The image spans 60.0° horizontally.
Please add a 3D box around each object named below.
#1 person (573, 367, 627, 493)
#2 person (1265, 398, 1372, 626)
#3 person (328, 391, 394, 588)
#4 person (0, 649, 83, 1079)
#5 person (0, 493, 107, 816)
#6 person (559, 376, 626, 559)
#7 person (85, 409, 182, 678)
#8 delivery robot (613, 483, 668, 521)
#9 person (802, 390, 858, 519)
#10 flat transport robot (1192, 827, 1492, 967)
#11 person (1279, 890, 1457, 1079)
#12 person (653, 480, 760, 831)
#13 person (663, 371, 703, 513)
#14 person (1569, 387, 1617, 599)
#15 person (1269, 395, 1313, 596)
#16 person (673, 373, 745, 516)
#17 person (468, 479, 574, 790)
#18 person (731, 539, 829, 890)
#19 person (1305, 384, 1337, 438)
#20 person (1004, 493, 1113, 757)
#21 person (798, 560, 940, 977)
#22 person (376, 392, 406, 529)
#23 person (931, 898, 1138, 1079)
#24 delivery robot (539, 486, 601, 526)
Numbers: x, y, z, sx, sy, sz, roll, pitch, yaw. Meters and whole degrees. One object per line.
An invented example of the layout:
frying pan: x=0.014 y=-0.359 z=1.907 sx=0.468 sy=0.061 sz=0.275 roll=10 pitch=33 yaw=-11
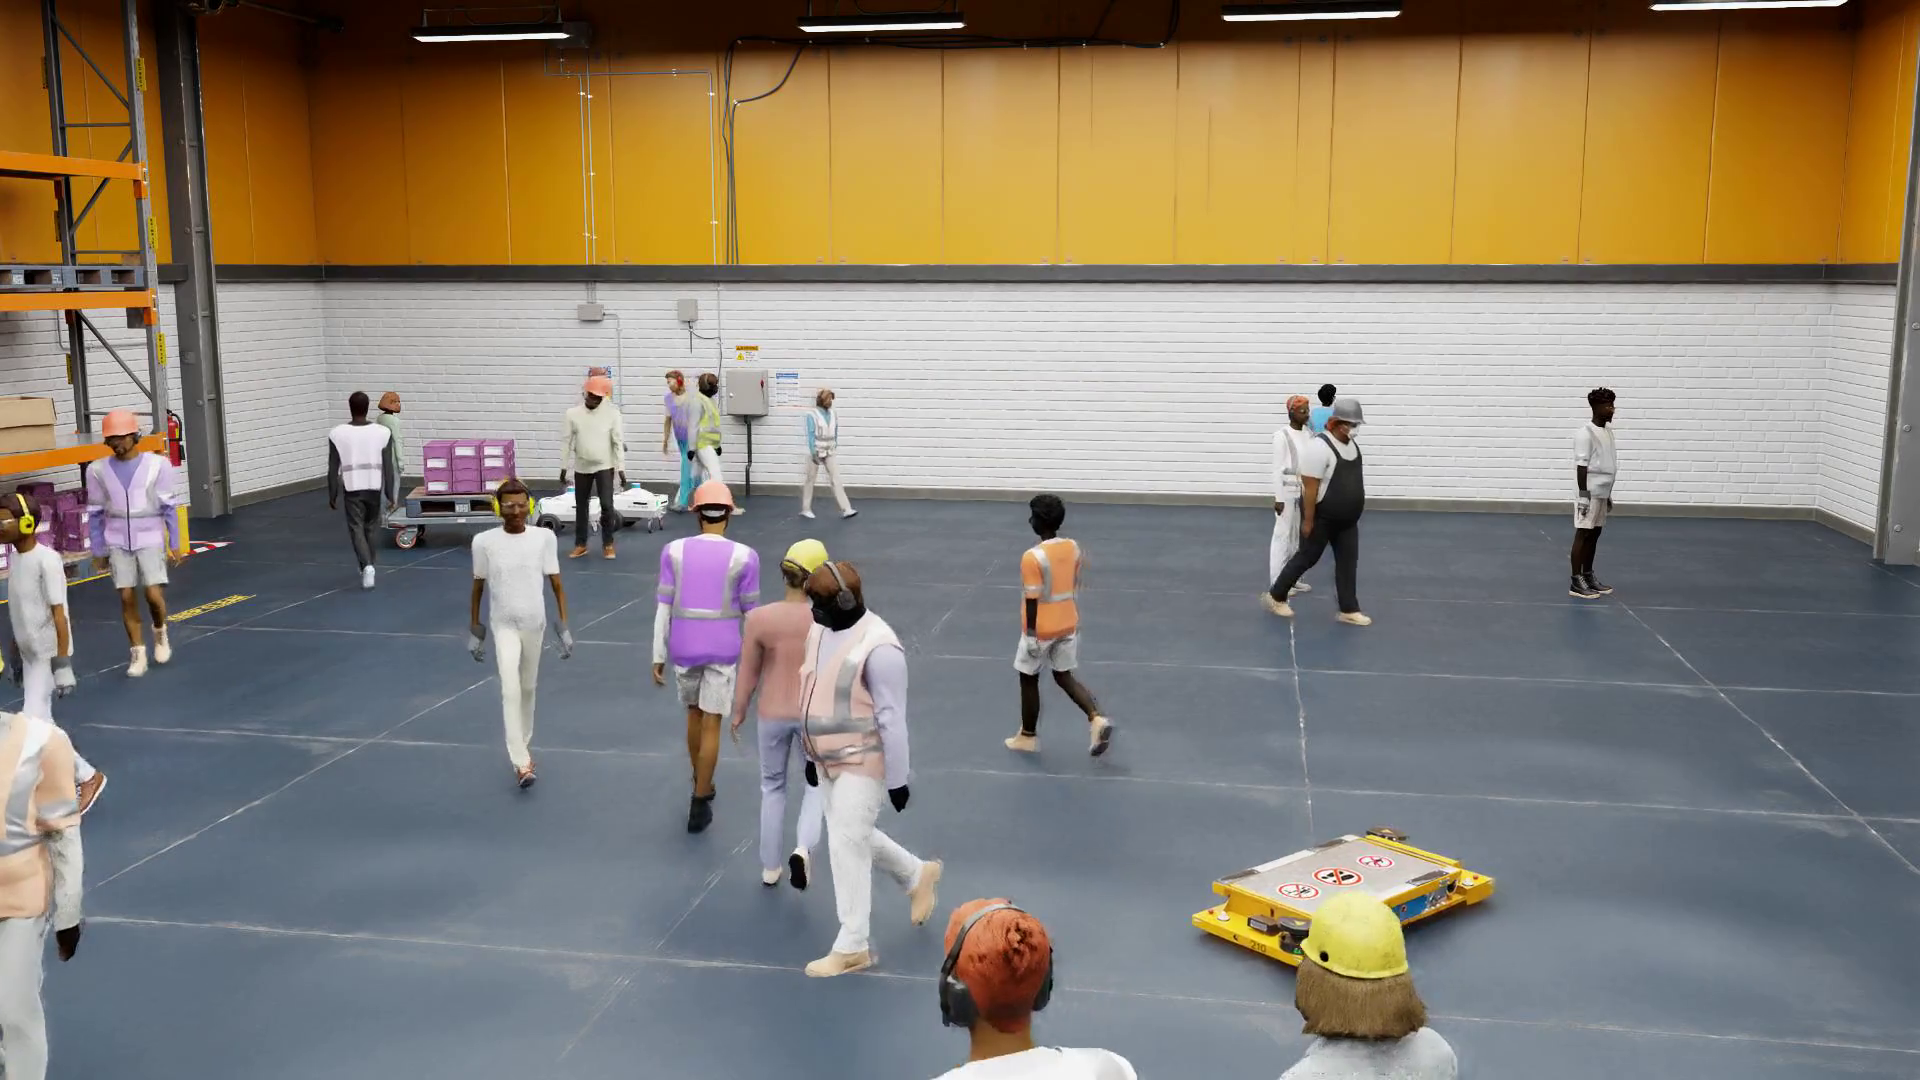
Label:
person: x=-4.553 y=-1.256 z=20.983 sx=1.039 sy=1.850 sz=0.649 roll=-4 pitch=10 yaw=-26
person: x=3.106 y=-0.299 z=14.423 sx=0.697 sy=2.000 sz=0.926 roll=-8 pitch=12 yaw=-41
person: x=-5.797 y=-0.498 z=16.148 sx=0.599 sy=1.887 sz=0.887 roll=-5 pitch=11 yaw=-30
person: x=-3.228 y=1.198 z=5.518 sx=0.615 sy=1.913 sz=0.452 roll=-2 pitch=9 yaw=-10
person: x=-5.024 y=0.659 z=9.054 sx=0.546 sy=1.855 sz=0.400 roll=8 pitch=12 yaw=39
person: x=-3.880 y=-0.760 z=17.583 sx=0.709 sy=1.953 sz=0.652 roll=-1 pitch=9 yaw=-4
person: x=-6.198 y=0.021 z=12.486 sx=0.638 sy=2.025 sz=0.454 roll=-2 pitch=9 yaw=-12
delivery robot: x=-3.795 y=-0.426 z=19.516 sx=0.707 sy=0.478 sz=0.477 roll=2 pitch=9 yaw=13
person: x=-1.646 y=-1.030 z=20.351 sx=0.533 sy=1.595 sz=0.861 roll=-9 pitch=13 yaw=-43
flat transport robot: x=1.814 y=1.650 z=7.807 sx=1.431 sy=0.197 sz=0.652 roll=-8 pitch=12 yaw=-39
person: x=0.893 y=1.611 z=3.568 sx=0.489 sy=1.726 sz=0.664 roll=-5 pitch=10 yaw=-29
person: x=-1.382 y=0.614 z=9.236 sx=0.570 sy=1.881 sz=0.799 roll=1 pitch=9 yaw=4
person: x=-3.473 y=-1.238 z=20.998 sx=0.581 sy=1.791 sz=0.887 roll=6 pitch=11 yaw=35
person: x=5.946 y=-0.448 z=15.578 sx=0.368 sy=1.966 sz=0.603 roll=8 pitch=12 yaw=42
person: x=3.139 y=-0.424 z=15.686 sx=0.342 sy=1.882 sz=0.579 roll=8 pitch=12 yaw=42
person: x=-3.200 y=-1.197 z=20.813 sx=0.978 sy=1.788 sz=0.630 roll=1 pitch=9 yaw=6
person: x=-2.592 y=0.547 z=9.857 sx=0.557 sy=1.820 sz=0.976 roll=-5 pitch=10 yaw=-26
person: x=-0.821 y=0.873 z=8.105 sx=0.608 sy=1.740 sz=0.514 roll=0 pitch=9 yaw=0
person: x=4.402 y=-1.030 z=20.024 sx=0.535 sy=1.696 sz=0.318 roll=7 pitch=11 yaw=36
person: x=0.598 y=0.542 z=10.315 sx=0.703 sy=1.677 sz=0.539 roll=9 pitch=13 yaw=44
person: x=-0.387 y=0.963 z=7.366 sx=0.738 sy=1.802 sz=0.635 roll=-6 pitch=11 yaw=-32
person: x=-6.740 y=-0.944 z=19.717 sx=0.494 sy=1.624 sz=0.279 roll=9 pitch=13 yaw=43
person: x=0.139 y=1.623 z=3.124 sx=0.589 sy=1.855 sz=0.858 roll=-5 pitch=10 yaw=-27
delivery robot: x=-4.485 y=-0.375 z=19.205 sx=0.707 sy=0.478 sz=0.477 roll=-1 pitch=9 yaw=-4
